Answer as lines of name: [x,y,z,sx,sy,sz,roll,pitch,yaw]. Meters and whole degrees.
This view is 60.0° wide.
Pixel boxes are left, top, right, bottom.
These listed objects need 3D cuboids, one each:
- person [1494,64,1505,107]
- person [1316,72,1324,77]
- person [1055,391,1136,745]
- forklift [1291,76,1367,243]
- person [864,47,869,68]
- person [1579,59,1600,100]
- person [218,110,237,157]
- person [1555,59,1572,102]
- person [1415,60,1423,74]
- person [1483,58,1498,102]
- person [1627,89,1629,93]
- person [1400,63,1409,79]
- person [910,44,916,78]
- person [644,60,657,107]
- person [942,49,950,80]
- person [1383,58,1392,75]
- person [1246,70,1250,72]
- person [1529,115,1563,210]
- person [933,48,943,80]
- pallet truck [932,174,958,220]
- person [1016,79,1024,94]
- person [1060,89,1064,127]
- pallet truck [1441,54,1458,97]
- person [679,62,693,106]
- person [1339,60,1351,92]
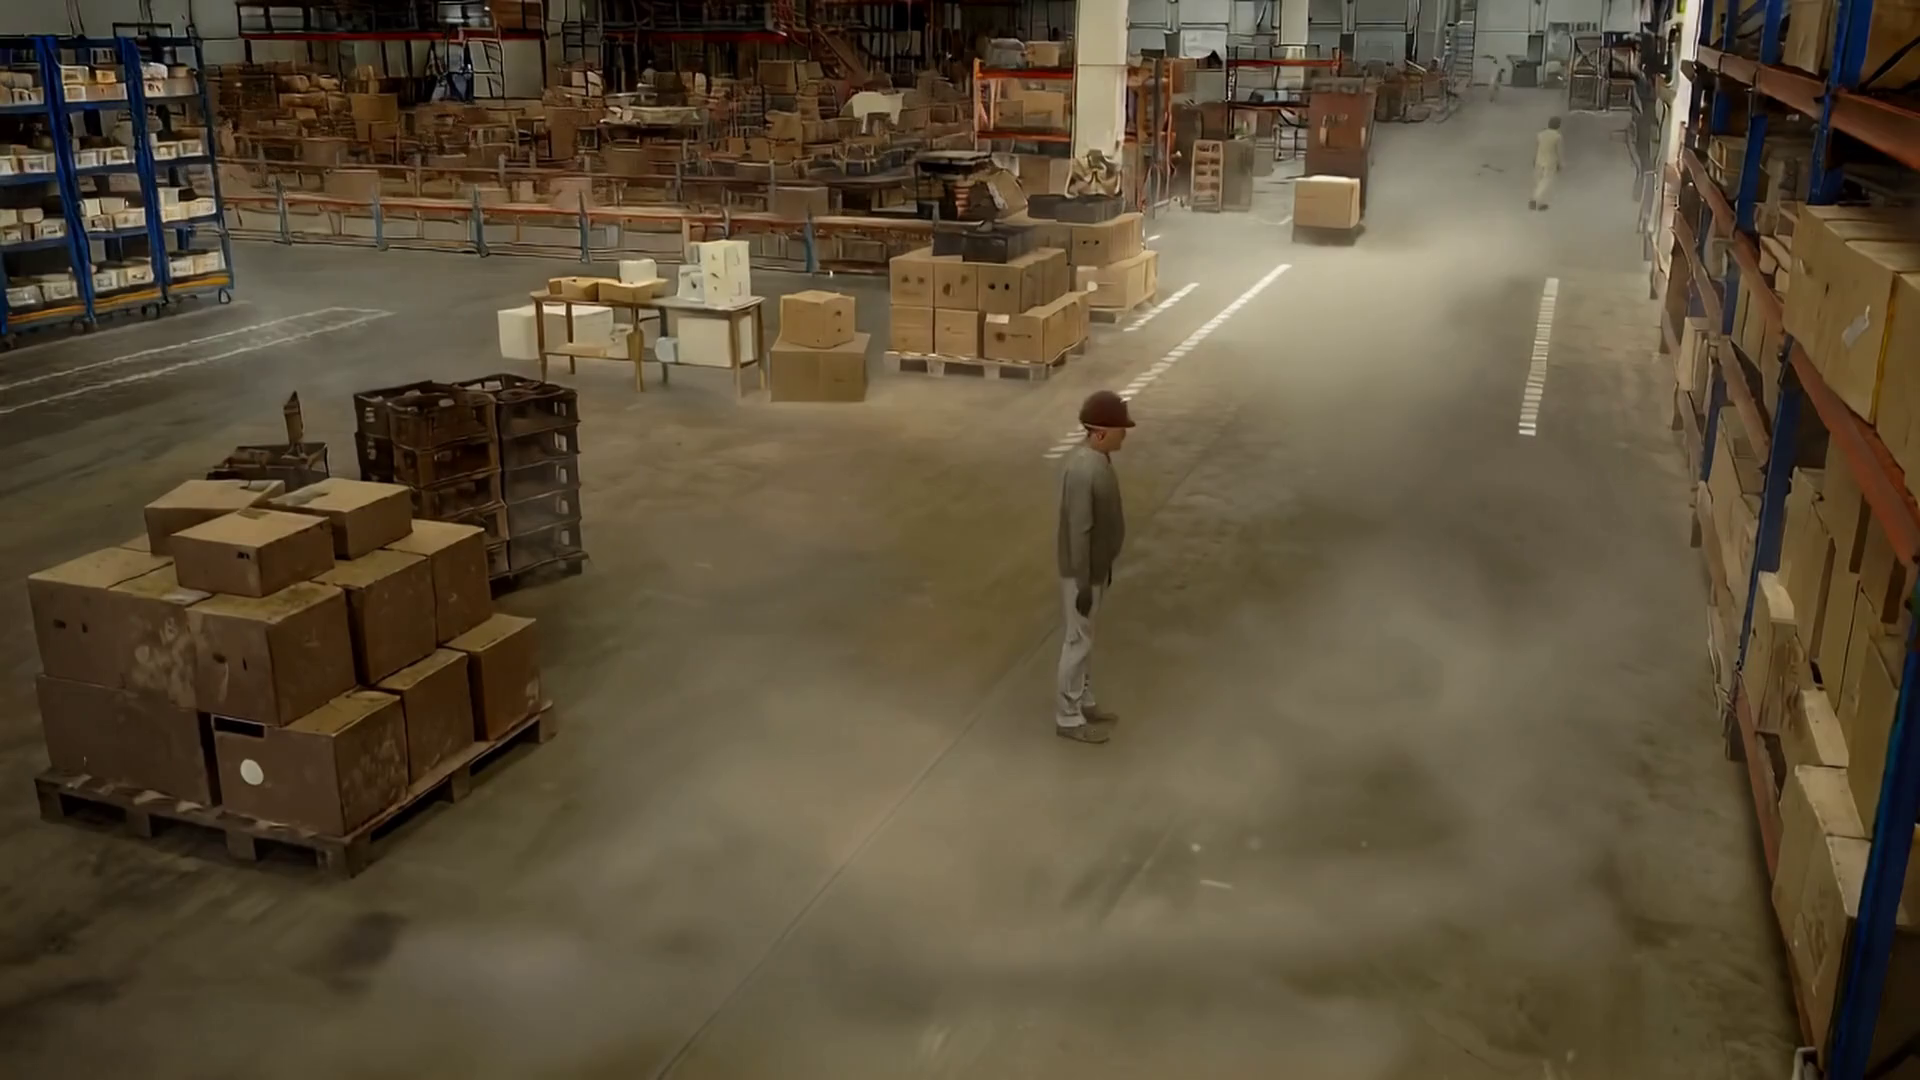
person: [22.949,-19.303,70.653,0.323,1.742,0.492,8,19,24]
person: [12.287,-15.081,57.102,0.509,1.915,0.565,6,19,18]
person: [0.740,0.154,9.137,0.412,1.987,0.607,4,18,12]
forklift: [6.598,-6.755,29.381,1.129,2.768,1.873,6,19,19]
person: [-5.679,-28.746,100.173,0.431,1.842,0.659,5,18,16]
person: [28.216,-20.601,74.533,0.945,1.877,0.595,6,19,19]
person: [-16.567,-8.830,37.709,0.312,1.768,0.529,-11,21,-31]
person: [27.083,-20.582,74.466,0.968,1.869,0.643,-10,20,-28]
person: [22.365,-22.623,81.232,0.542,1.650,0.879,-10,20,-29]
person: [23.763,-20.513,74.168,0.440,1.927,0.642,0,18,-1]
person: [32.449,-22.267,79.718,0.588,1.892,0.636,9,20,26]
person: [18.605,-19.170,70.108,0.966,1.816,0.549,17,24,42]
person: [-2.844,-29.050,100.869,0.396,1.992,0.623,-2,18,-6]
person: [-12.452,-18.229,66.818,0.393,2.038,0.606,16,23,40]
person: [-0.783,-25.993,91.404,0.547,1.917,0.691,5,18,14]
person: [20.524,-22.243,79.834,0.947,1.790,0.633,7,19,21]
person: [11.078,-17.279,64.275,0.451,1.746,0.538,12,21,33]
person: [11.812,-7.602,33.614,0.725,1.913,0.662,-12,21,-34]
person: [-1.421,-27.821,97.203,0.980,1.871,0.604,8,19,22]
pallet truck: [-0.507,-5.292,27.348,0.653,1.274,1.630,6,19,19]
person: [2.216,-17.314,64.017,0.616,1.982,0.516,-14,22,-37]
person: [2.953,-12.061,47.834,0.587,1.785,0.933,7,19,21]
pallet truck: [22.765,-21.886,78.355,0.823,1.965,1.885,-4,18,-14]
person: [-11.456,-19.055,69.682,0.710,1.863,0.581,11,21,30]
person: [16.732,-19.894,72.297,0.645,1.887,1.044,-17,24,-42]
